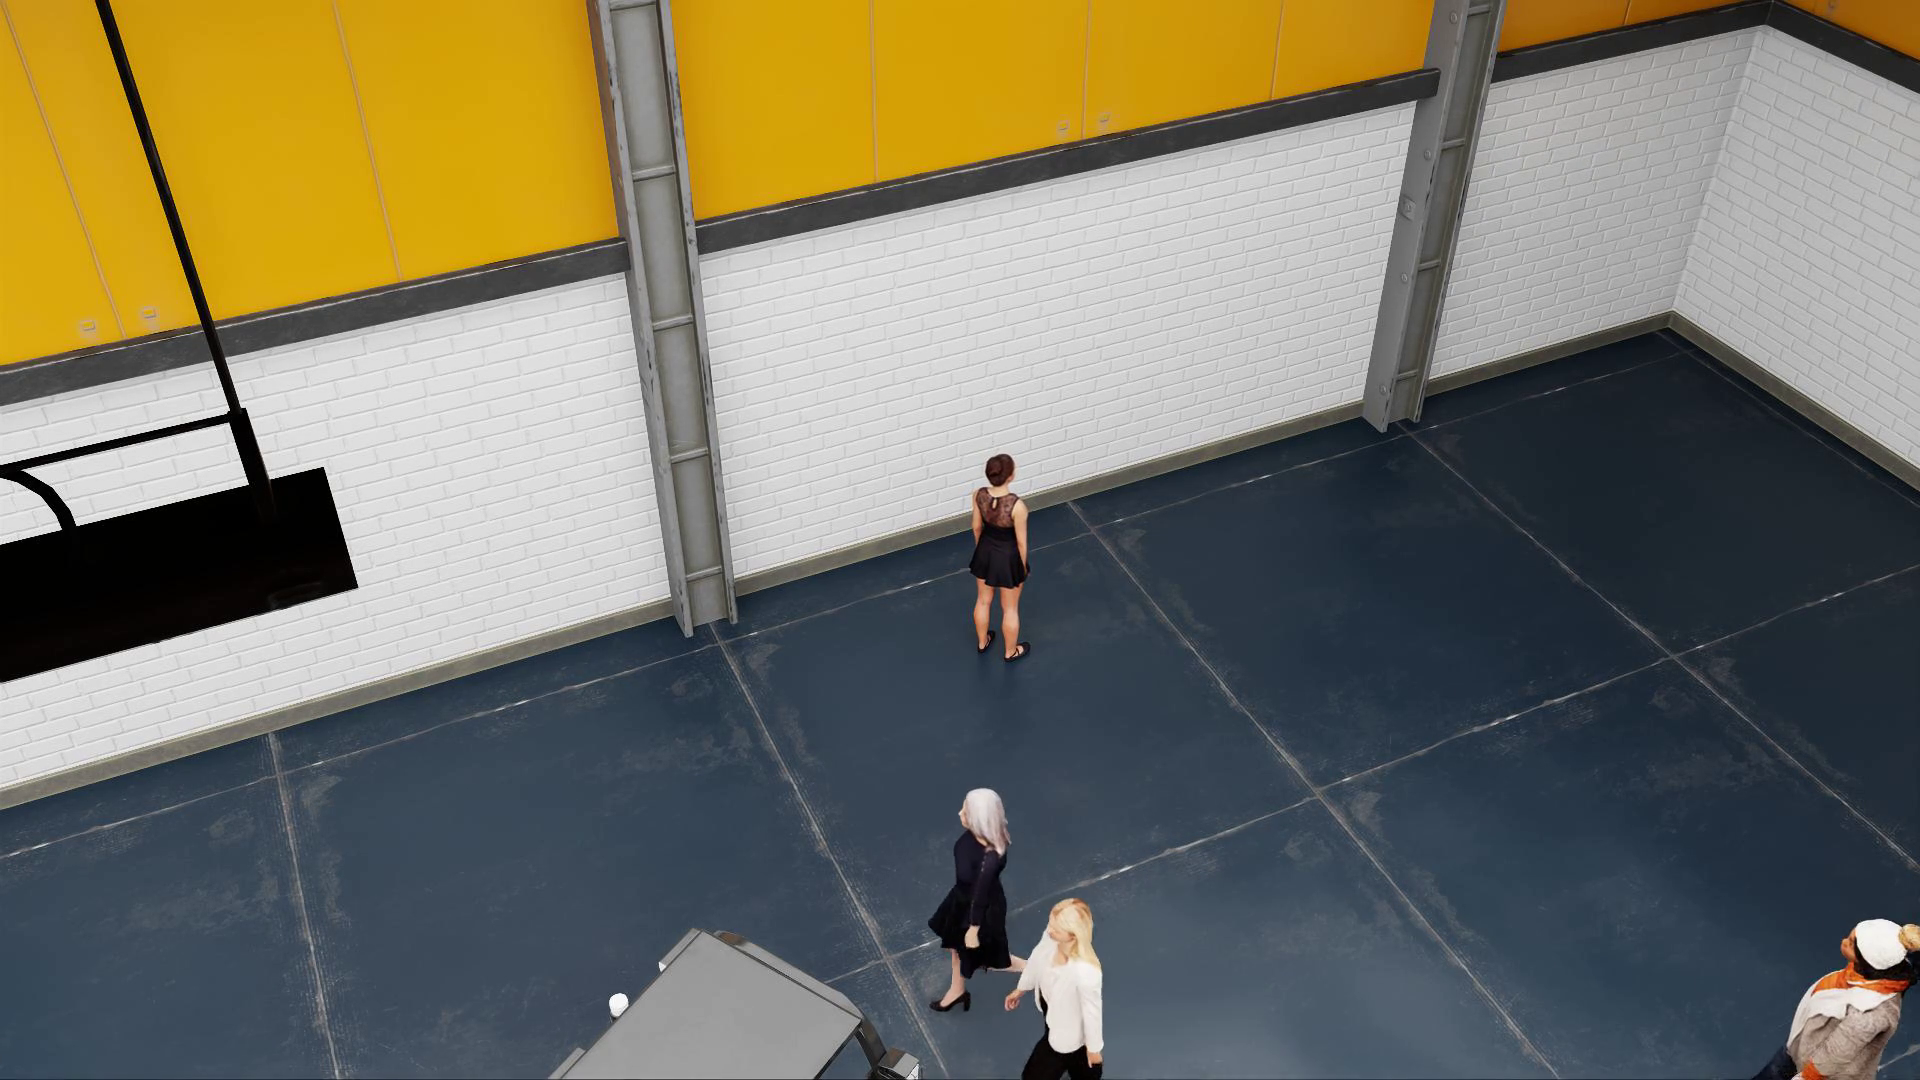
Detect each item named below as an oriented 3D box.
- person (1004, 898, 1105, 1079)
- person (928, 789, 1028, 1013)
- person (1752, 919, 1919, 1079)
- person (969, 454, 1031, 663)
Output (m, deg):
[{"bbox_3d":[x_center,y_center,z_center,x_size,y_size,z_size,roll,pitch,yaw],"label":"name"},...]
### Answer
[{"bbox_3d":[0.616,2.366,8.227,0.905,1.837,0.716,-9,40,-11],"label":"person"},{"bbox_3d":[0.177,1.964,8.821,1.019,1.725,0.778,-5,39,-7],"label":"person"},{"bbox_3d":[4.368,2.516,8.035,1.194,1.843,1.229,19,42,22],"label":"person"},{"bbox_3d":[0.260,0.116,11.175,0.679,1.673,0.715,21,43,25],"label":"person"}]
